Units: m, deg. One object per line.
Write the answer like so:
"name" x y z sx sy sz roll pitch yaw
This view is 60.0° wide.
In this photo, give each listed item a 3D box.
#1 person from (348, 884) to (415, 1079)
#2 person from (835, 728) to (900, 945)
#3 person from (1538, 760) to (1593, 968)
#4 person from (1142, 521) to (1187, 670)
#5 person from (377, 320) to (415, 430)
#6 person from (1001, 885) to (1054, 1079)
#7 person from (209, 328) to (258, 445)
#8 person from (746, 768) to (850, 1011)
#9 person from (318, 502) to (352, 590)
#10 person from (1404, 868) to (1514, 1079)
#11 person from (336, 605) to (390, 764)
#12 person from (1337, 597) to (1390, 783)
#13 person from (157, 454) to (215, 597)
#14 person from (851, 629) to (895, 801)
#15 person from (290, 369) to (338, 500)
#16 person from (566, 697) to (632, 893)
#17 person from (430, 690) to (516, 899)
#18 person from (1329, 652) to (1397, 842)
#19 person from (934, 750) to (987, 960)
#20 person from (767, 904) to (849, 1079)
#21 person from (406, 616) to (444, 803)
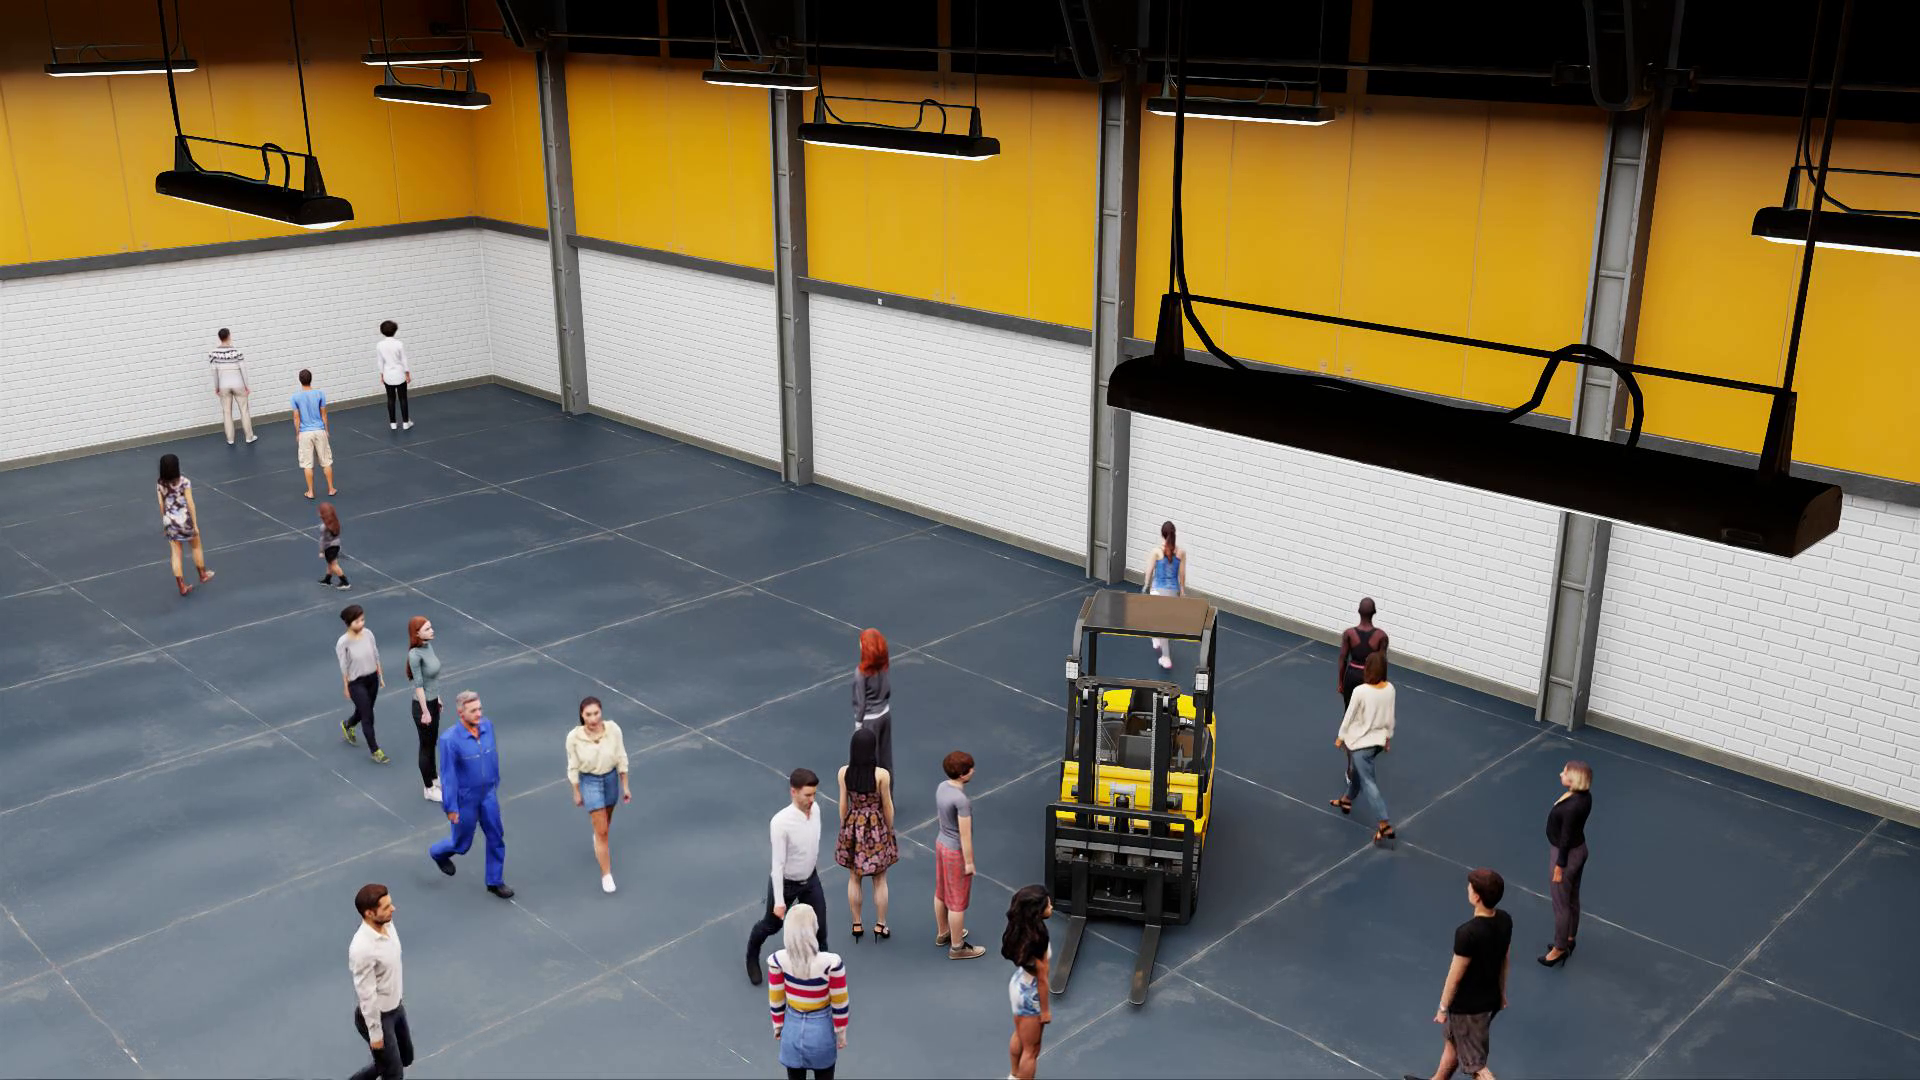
"person" -3.731 2.994 10.431 0.985 1.852 0.930 -1 19 -2
"person" -0.714 2.262 12.723 0.790 1.776 0.863 3 19 8
"person" 4.566 2.413 12.445 0.578 1.668 0.625 12 22 32
"person" 2.226 0.618 17.932 0.938 1.568 1.112 -4 19 -11
"person" -9.362 -2.738 27.522 0.711 1.808 0.760 -1 19 -3
"person" 0.452 2.983 10.826 0.728 1.621 0.651 -4 19 -11
"person" -11.663 -2.464 26.628 0.771 1.860 0.768 -4 19 -12
"person" -1.271 2.454 12.051 0.687 1.841 1.240 -17 25 -42
"person" -7.638 0.079 20.277 0.779 1.093 0.683 3 19 10
"person" 3.325 2.977 10.514 0.743 1.831 1.236 -15 24 -38
"person" -5.750 1.336 15.864 1.039 1.526 0.699 11 22 30
"person" 3.698 1.409 15.334 1.107 1.728 1.020 5 19 15
"person" -9.431 -0.156 20.006 0.961 1.711 1.015 0 19 1
"person" -0.767 1.610 14.655 0.519 1.779 0.609 14 23 36
"person" -9.285 -1.533 23.857 0.705 1.864 0.662 -10 21 -28
"person" -2.982 2.018 13.733 0.879 1.595 1.187 -9 21 -25
"person" -3.974 2.035 13.363 1.081 1.799 0.870 11 21 29
"person" 3.553 1.802 14.307 0.801 1.639 1.151 -10 21 -28
"person" -0.049 2.367 12.609 0.715 1.650 0.584 -8 20 -24
"person" -0.937 3.063 10.296 0.668 1.807 0.780 3 19 9
"person" -4.811 1.506 15.020 0.727 1.743 0.668 0 19 1
